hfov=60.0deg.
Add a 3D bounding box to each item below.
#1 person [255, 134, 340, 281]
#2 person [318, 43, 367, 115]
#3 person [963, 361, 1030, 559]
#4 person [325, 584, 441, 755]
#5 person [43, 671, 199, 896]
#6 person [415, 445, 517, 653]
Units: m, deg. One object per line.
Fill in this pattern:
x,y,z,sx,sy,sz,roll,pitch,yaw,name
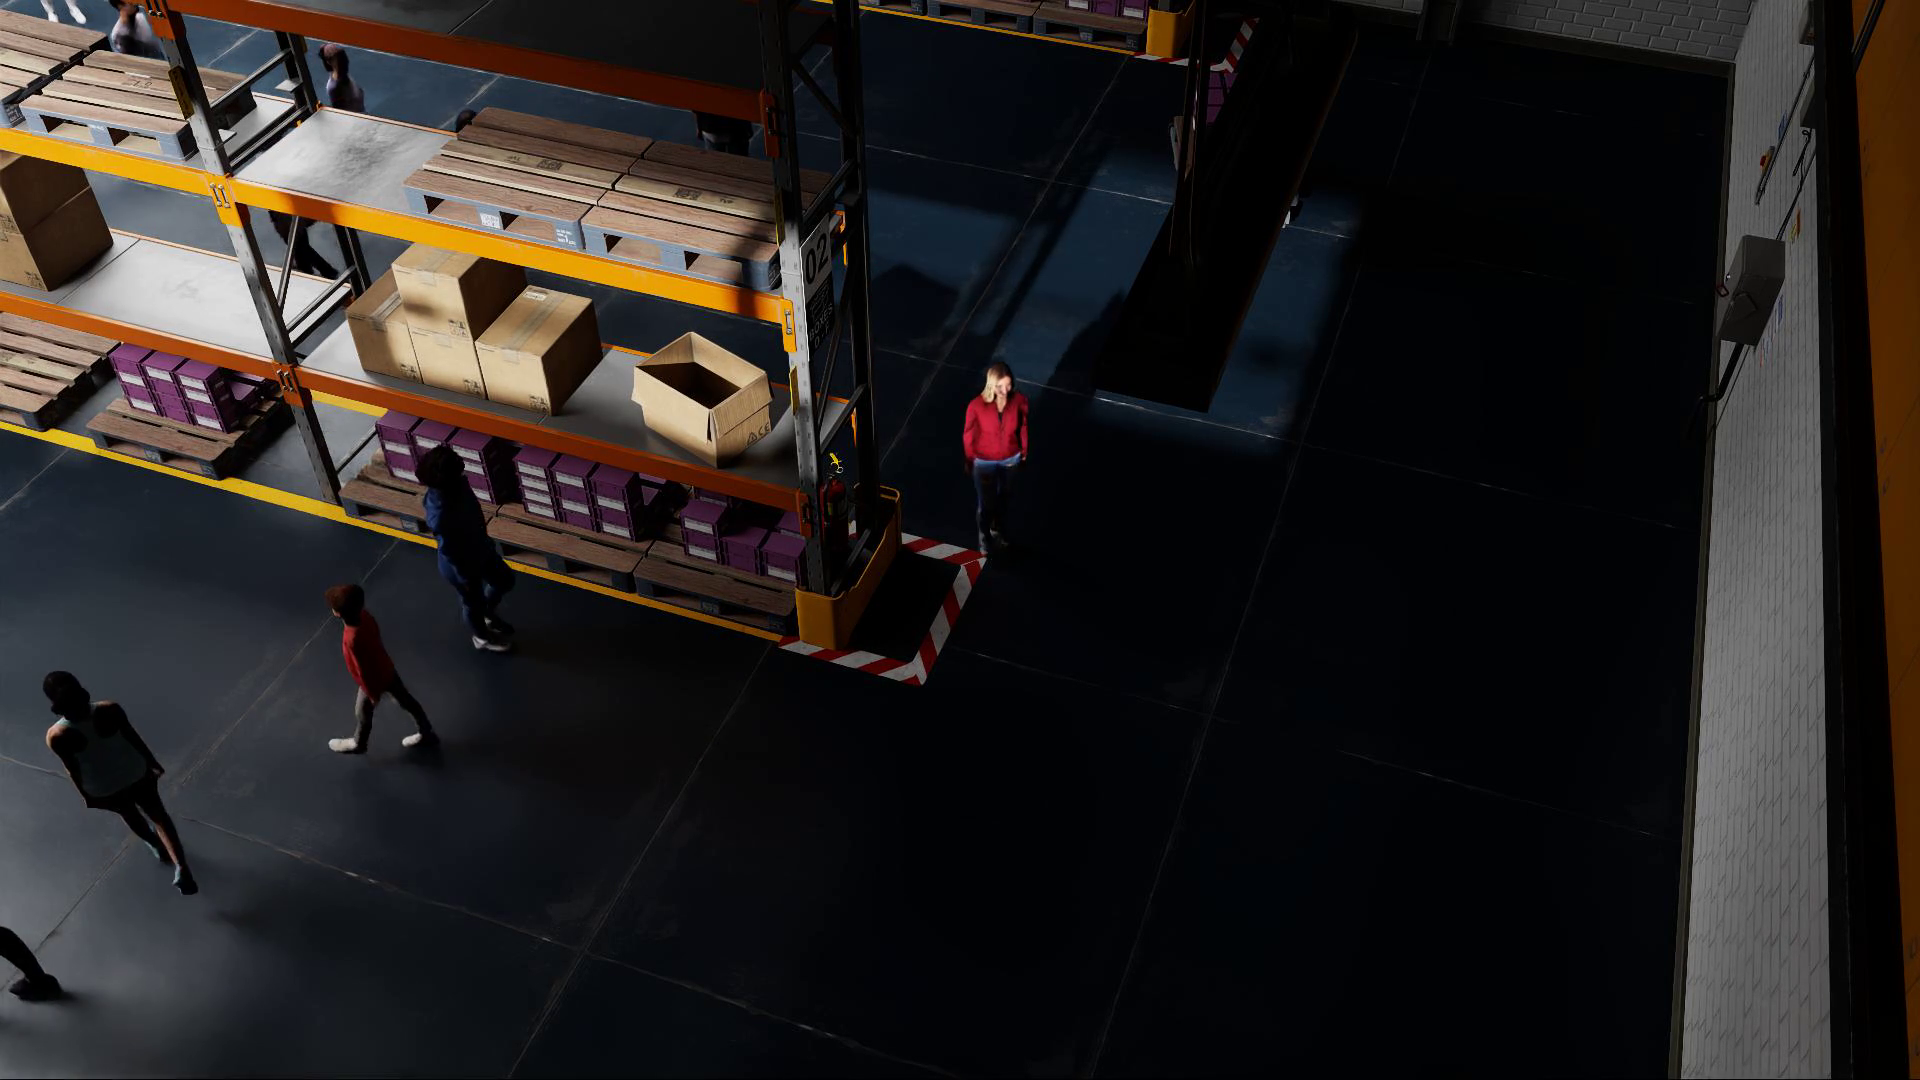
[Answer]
-5.605,-2.839,14.014,0.933,1.588,0.648,17,46,17,person
-5.420,-3.560,14.657,0.935,1.745,0.803,-7,44,-7,person
0.228,-0.619,11.655,0.731,1.626,0.797,-15,46,-15,person
-3.551,0.828,10.317,0.967,1.378,0.731,-1,44,-1,person
-4.745,1.418,9.431,0.965,1.747,1.119,-25,49,-24,person
-3.278,0.096,10.785,0.686,1.793,0.742,3,44,3,person
